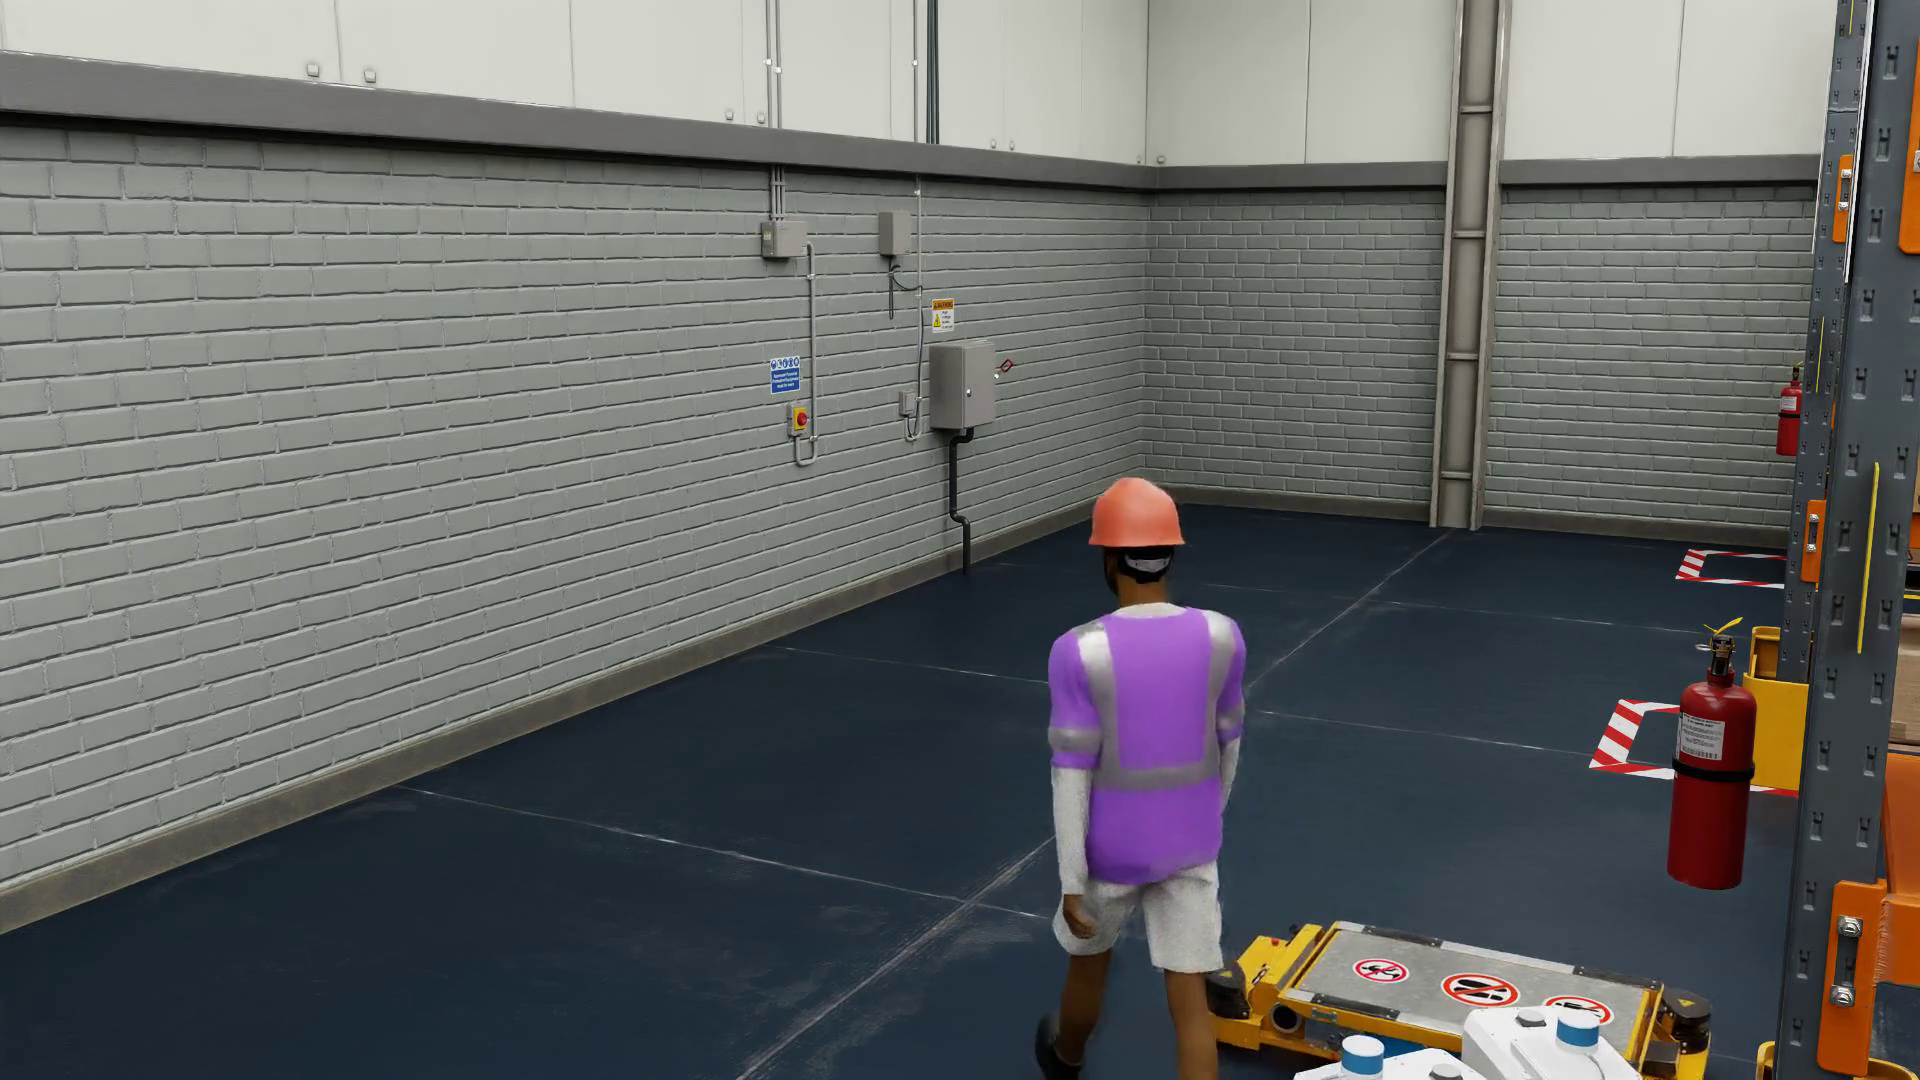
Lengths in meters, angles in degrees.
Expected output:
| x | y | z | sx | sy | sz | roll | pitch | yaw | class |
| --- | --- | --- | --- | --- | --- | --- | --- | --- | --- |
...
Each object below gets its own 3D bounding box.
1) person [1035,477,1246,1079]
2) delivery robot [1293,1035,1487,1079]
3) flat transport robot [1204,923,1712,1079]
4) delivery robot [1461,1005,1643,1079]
| x | y | z | sx | sy | sz | roll | pitch | yaw | class |
| --- | --- | --- | --- | --- | --- | --- | --- | --- | --- |
| 0.469 | 0.772 | 4.442 | 0.556 | 1.885 | 0.953 | -2 | 11 | -12 | person |
| 0.977 | 1.461 | 4.078 | 0.707 | 0.478 | 0.477 | -4 | 11 | -23 | delivery robot |
| 1.509 | 1.459 | 5.118 | 1.431 | 0.197 | 0.652 | 6 | 12 | 28 | flat transport robot |
| 1.553 | 1.435 | 4.216 | 0.477 | 0.478 | 0.707 | -1 | 10 | -6 | delivery robot |
